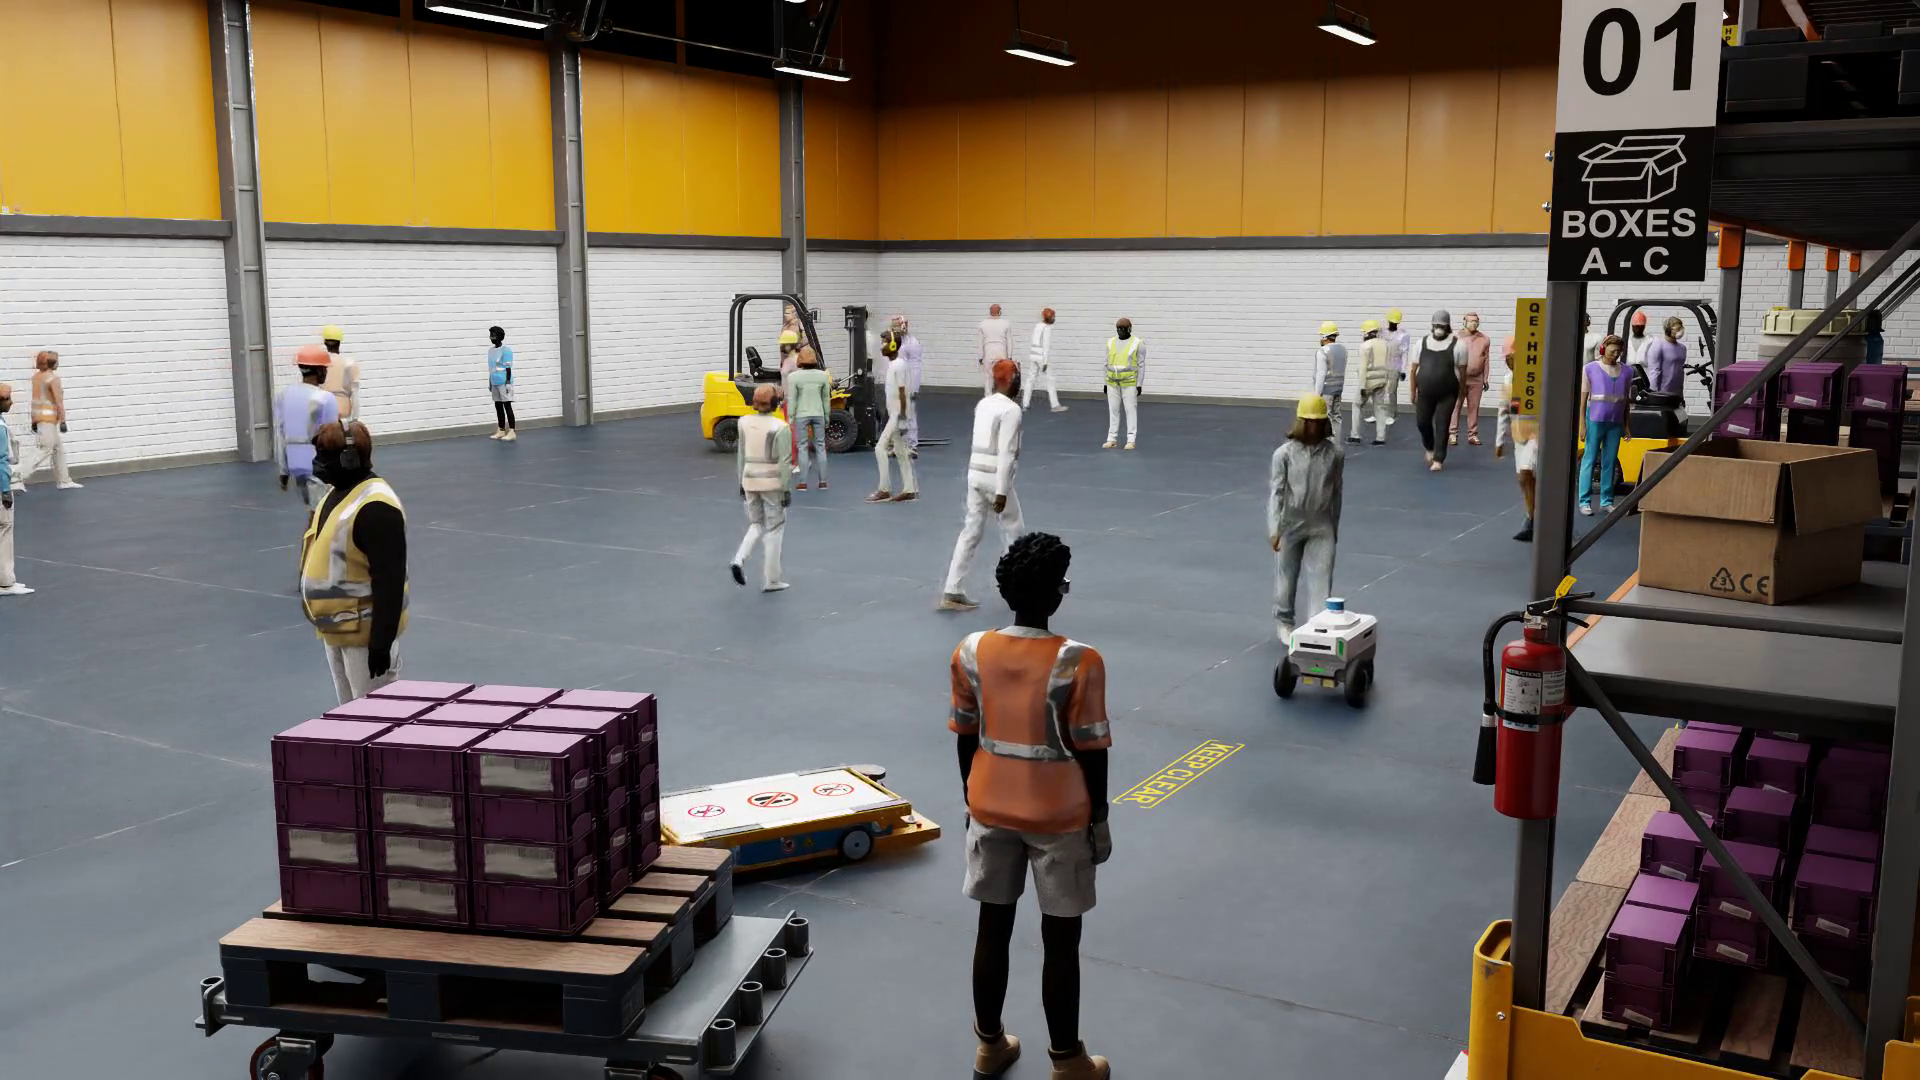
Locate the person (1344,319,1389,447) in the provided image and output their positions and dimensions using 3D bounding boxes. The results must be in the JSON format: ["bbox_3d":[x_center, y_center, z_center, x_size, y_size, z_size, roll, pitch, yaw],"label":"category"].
[{"bbox_3d":[5.799,-2.229,23.667,0.611,1.804,0.736,-6,11,-31],"label":"person"}]

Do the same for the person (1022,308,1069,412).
[{"bbox_3d":[1.472,-3.190,29.605,0.752,1.848,0.609,-4,10,-25],"label":"person"}]

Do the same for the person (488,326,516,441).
[{"bbox_3d":[-6.767,-2.307,24.507,0.536,1.692,0.319,8,12,41],"label":"person"}]

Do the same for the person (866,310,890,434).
[{"bbox_3d":[-1.405,-2.475,24.735,0.702,1.949,0.625,-3,10,-19],"label":"person"}]

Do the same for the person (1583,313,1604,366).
[{"bbox_3d":[8.665,-2.237,23.302,0.631,1.940,0.372,4,10,25],"label":"person"}]

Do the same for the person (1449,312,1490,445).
[{"bbox_3d":[7.276,-2.305,23.811,0.642,1.913,0.409,-1,9,-5],"label":"person"}]

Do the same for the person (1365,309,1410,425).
[{"bbox_3d":[6.975,-2.800,27.006,0.460,1.882,0.682,-8,12,-42],"label":"person"}]

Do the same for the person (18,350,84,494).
[{"bbox_3d":[-10.320,-1.328,18.666,0.524,1.607,0.776,7,12,38],"label":"person"}]

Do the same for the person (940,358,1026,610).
[{"bbox_3d":[0.276,-0.408,12.186,0.985,1.828,0.609,-6,11,-31],"label":"person"}]

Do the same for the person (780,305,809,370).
[{"bbox_3d":[-2.938,-3.152,29.117,0.651,1.904,0.403,8,12,43],"label":"person"}]

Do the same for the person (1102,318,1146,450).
[{"bbox_3d":[2.276,-2.183,23.279,0.621,1.842,0.429,5,11,30],"label":"person"}]

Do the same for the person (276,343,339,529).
[{"bbox_3d":[-4.985,-0.573,12.979,0.584,1.913,0.629,4,10,24],"label":"person"}]

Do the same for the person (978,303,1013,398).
[{"bbox_3d":[0.658,-3.383,30.552,0.639,1.910,0.406,2,9,10],"label":"person"}]

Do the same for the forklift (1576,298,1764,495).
[{"bbox_3d":[7.954,-1.589,18.462,2.313,2.155,1.214,5,11,30],"label":"forklift"}]

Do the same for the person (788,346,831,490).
[{"bbox_3d":[-1.711,-1.377,18.888,0.507,1.630,0.268,-4,10,-22],"label":"person"}]

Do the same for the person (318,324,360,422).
[{"bbox_3d":[-6.967,-1.446,18.494,0.584,1.897,0.913,-3,10,-18],"label":"person"}]

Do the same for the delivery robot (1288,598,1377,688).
[{"bbox_3d":[2.182,0.584,9.709,0.477,0.478,0.707,5,11,29],"label":"delivery robot"}]

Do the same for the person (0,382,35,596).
[{"bbox_3d":[-7.340,-0.387,12.714,0.311,1.631,0.504,-7,12,-38],"label":"person"}]

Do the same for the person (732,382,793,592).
[{"bbox_3d":[-1.511,-0.396,12.774,0.536,1.621,0.422,6,11,32],"label":"person"}]

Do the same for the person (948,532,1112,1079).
[{"bbox_3d":[0.218,0.819,4.976,0.531,1.698,0.320,5,11,31],"label":"person"}]

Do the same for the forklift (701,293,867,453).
[{"bbox_3d":[-2.458,-2.344,23.176,2.313,2.155,1.214,0,9,-2],"label":"forklift"}]

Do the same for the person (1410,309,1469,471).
[{"bbox_3d":[6.011,-1.903,20.897,0.700,2.000,0.705,5,10,27],"label":"person"}]

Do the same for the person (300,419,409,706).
[{"bbox_3d":[-2.603,0.395,7.173,0.429,1.841,0.633,-7,11,-37],"label":"person"}]

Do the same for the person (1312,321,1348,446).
[{"bbox_3d":[4.851,-1.968,21.948,0.587,1.835,0.404,-8,12,-42],"label":"person"}]

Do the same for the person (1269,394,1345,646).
[{"bbox_3d":[2.224,-0.093,10.684,0.496,1.690,0.925,-1,9,-4],"label":"person"}]

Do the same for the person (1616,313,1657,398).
[{"bbox_3d":[9.729,-2.323,23.985,0.567,1.882,1.004,6,11,33],"label":"person"}]

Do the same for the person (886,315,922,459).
[{"bbox_3d":[-0.786,-2.012,21.996,0.401,1.906,0.651,-7,11,-35],"label":"person"}]

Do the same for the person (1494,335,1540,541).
[{"bbox_3d":[5.211,-0.934,15.328,0.643,1.887,0.553,-4,10,-26],"label":"person"}]

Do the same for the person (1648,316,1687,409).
[{"bbox_3d":[8.566,-1.730,20.137,0.631,1.940,0.372,-6,11,-34],"label":"person"}]

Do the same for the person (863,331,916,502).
[{"bbox_3d":[-0.791,-1.311,17.831,0.728,1.839,0.557,-1,9,-8],"label":"person"}]

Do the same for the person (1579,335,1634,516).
[{"bbox_3d":[6.561,-1.168,16.942,0.563,1.838,0.390,-2,9,-10],"label":"person"}]

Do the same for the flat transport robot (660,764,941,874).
[{"bbox_3d":[-0.863,1.202,7.024,1.431,0.197,0.652,-5,10,-29],"label":"flat transport robot"}]

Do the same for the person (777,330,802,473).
[{"bbox_3d":[-2.090,-1.703,20.514,0.328,1.769,0.534,-3,10,-18],"label":"person"}]
